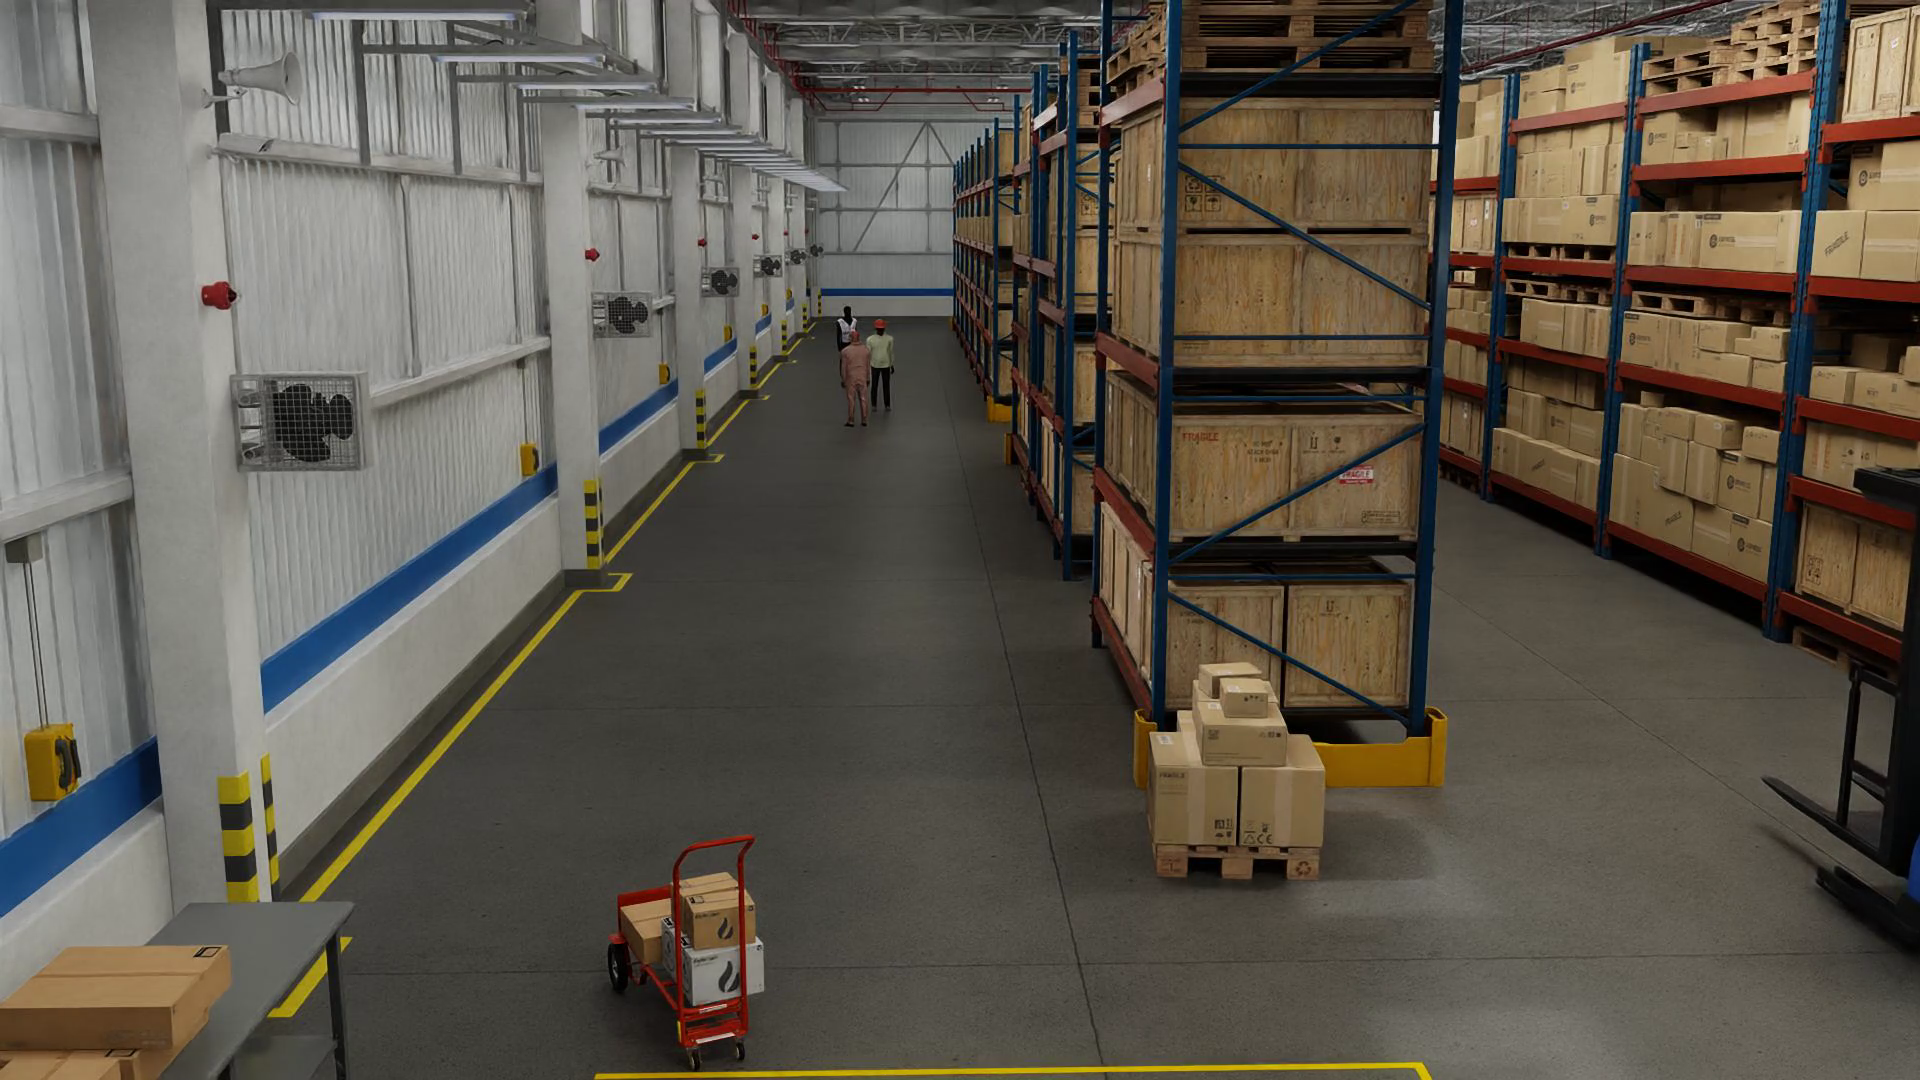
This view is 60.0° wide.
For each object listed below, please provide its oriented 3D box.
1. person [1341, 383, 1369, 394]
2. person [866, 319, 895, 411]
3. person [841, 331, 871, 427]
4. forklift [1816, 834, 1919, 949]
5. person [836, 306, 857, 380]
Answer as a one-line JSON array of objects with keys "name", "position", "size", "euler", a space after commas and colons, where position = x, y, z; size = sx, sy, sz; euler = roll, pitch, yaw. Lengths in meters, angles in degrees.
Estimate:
[{"name": "person", "position": [5.909, -1.715, 25.446], "size": [0.654, 1.858, 0.965], "euler": [2, 11, 12]}, {"name": "person", "position": [-1.708, -3.749, 35.694], "size": [0.614, 1.988, 0.405], "euler": [-3, 11, -14]}, {"name": "person", "position": [-2.077, -3.197, 33.023], "size": [0.643, 1.908, 0.411], "euler": [-5, 12, -25]}, {"name": "forklift", "position": [5.830, 0.928, 9.021], "size": [1.129, 2.768, 1.873], "euler": [0, 11, -2]}, {"name": "person", "position": [-2.894, -5.018, 42.497], "size": [0.590, 1.910, 0.387], "euler": [-8, 14, -37]}]
